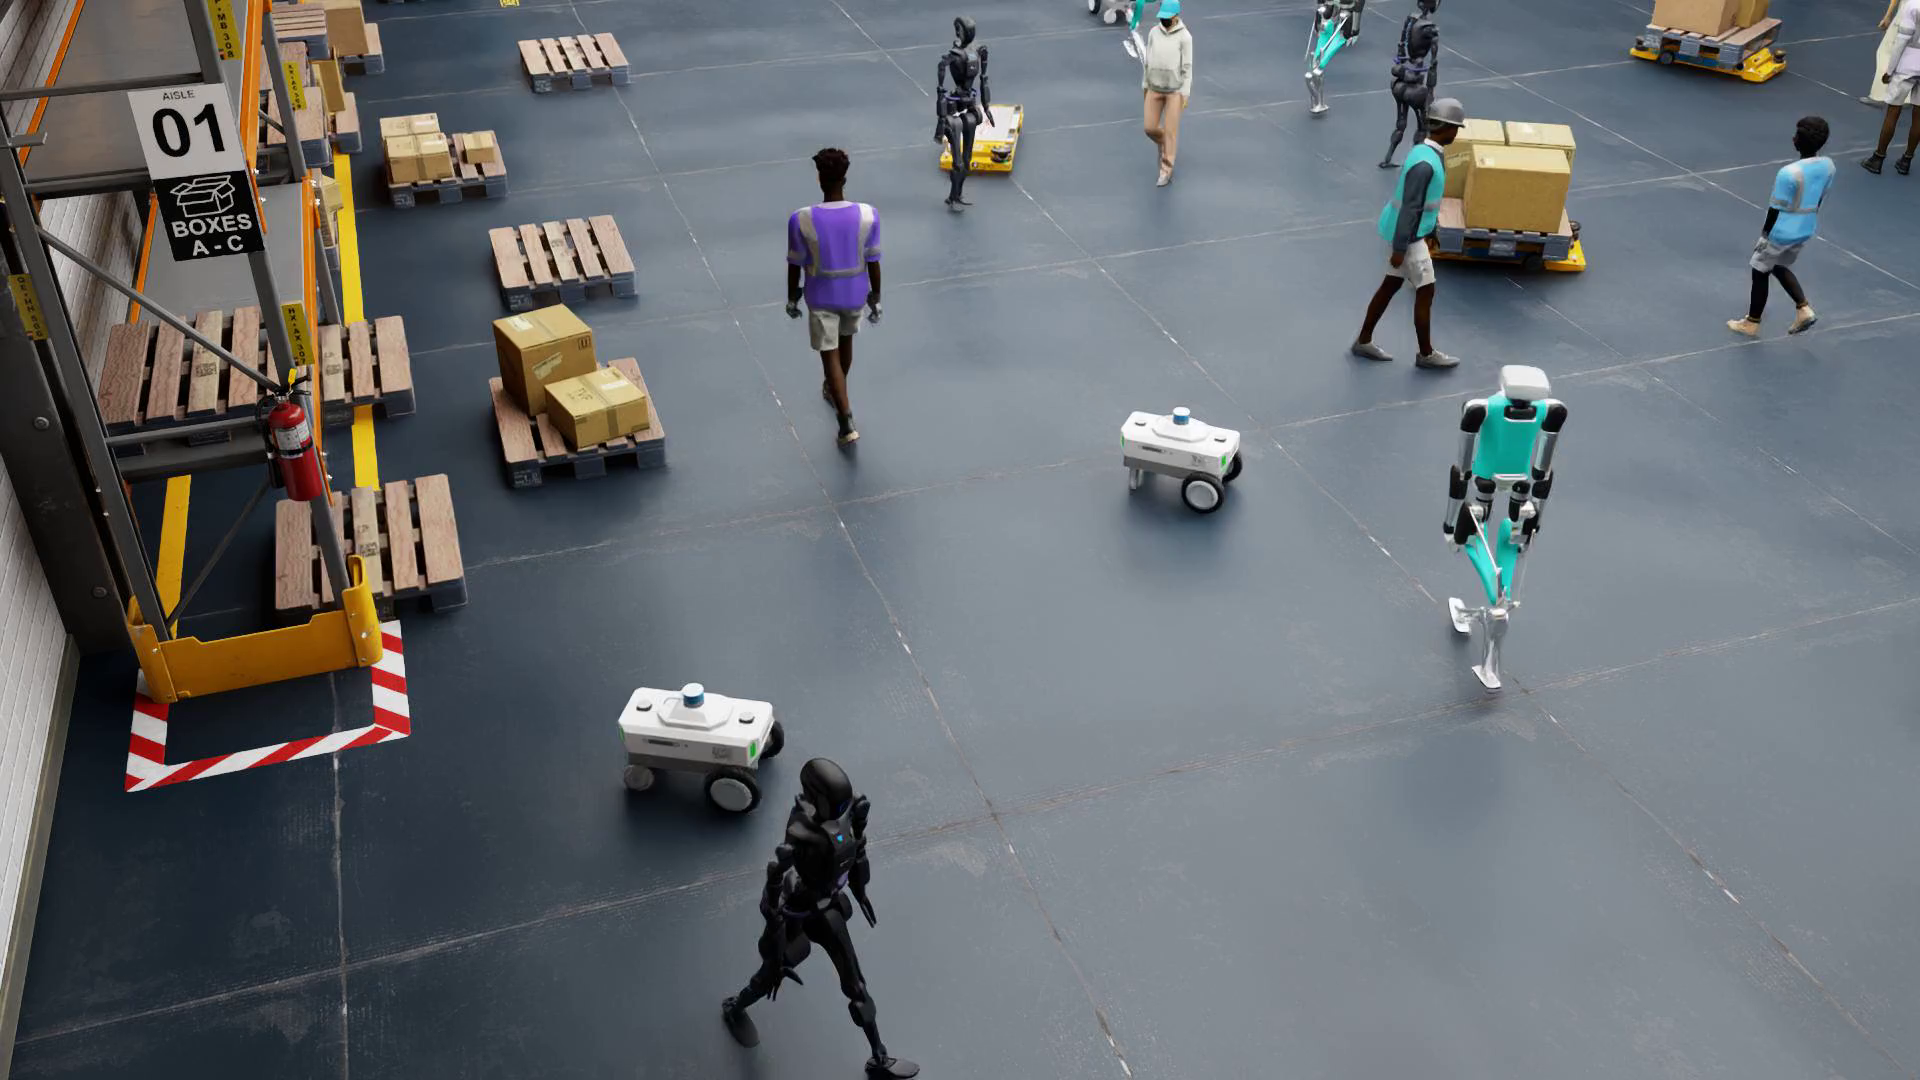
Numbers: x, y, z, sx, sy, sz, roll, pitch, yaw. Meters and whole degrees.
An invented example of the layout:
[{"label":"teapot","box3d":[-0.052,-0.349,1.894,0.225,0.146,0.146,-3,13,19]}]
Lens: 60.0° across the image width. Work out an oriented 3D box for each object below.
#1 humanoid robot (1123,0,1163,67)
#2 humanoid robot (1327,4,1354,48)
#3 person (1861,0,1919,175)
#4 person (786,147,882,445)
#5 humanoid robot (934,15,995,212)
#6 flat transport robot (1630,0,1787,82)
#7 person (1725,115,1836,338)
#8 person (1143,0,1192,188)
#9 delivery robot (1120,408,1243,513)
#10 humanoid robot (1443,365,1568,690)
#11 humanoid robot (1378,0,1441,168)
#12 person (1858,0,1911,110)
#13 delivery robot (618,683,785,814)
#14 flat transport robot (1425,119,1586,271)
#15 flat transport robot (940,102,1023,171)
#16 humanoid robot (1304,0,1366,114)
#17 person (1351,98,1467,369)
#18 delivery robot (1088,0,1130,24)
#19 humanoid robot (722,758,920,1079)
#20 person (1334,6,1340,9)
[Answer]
[{"label":"humanoid robot","box3d":[1.876,-5.834,17.516,0.539,1.775,1.029,-11,35,-17]},{"label":"humanoid robot","box3d":[4.252,-6.180,18.083,0.601,1.625,0.762,6,34,10]},{"label":"person","box3d":[8.520,-4.210,14.790,0.550,1.937,0.354,5,33,7]},{"label":"person","box3d":[-0.801,-1.592,10.789,0.611,1.927,0.981,-10,34,-15]},{"label":"humanoid robot","box3d":[0.031,-3.639,14.152,0.608,1.653,0.394,-24,40,-32]},{"label":"flat transport robot","box3d":[8.037,-5.221,17.865,1.431,0.231,0.659,26,41,34]},{"label":"person","box3d":[5.982,-2.202,11.942,0.538,1.680,0.489,-17,37,-25]},{"label":"person","box3d":[1.837,-3.978,14.691,0.474,1.657,0.499,17,37,24]},{"label":"delivery robot","box3d":[1.405,-0.536,10.435,0.784,0.613,0.519,13,35,19]},{"label":"humanoid robot","box3d":[2.803,0.023,8.535,0.545,1.758,1.065,-2,33,-3]},{"label":"humanoid robot","box3d":[4.069,-4.121,14.910,0.440,1.650,0.605,-11,35,-16]},{"label":"person","box3d":[9.371,-5.147,16.333,0.560,1.825,0.440,-10,34,-14]},{"label":"delivery robot","box3d":[-1.259,0.974,8.118,0.814,0.611,0.499,6,34,9]},{"label":"flat transport robot","box3d":[4.350,-2.458,13.629,1.431,0.231,0.659,6,34,9]},{"label":"flat transport robot","box3d":[0.219,-3.828,15.729,0.659,0.231,1.431,4,33,5]},{"label":"humanoid robot","box3d":[3.525,-4.918,16.105,0.739,1.831,0.539,-25,41,-33]},{"label":"person","box3d":[3.255,-2.115,11.626,0.882,1.883,0.602,9,34,14]},{"label":"delivery robot","box3d":[1.814,-6.338,19.335,0.525,0.614,0.785,-8,34,-13]},{"label":"humanoid robot","box3d":[-0.584,1.441,6.437,0.898,1.591,0.589,23,39,31]},{"label":"person","box3d":[4.272,-7.168,19.405,0.638,1.853,0.469,24,40,32]}]
